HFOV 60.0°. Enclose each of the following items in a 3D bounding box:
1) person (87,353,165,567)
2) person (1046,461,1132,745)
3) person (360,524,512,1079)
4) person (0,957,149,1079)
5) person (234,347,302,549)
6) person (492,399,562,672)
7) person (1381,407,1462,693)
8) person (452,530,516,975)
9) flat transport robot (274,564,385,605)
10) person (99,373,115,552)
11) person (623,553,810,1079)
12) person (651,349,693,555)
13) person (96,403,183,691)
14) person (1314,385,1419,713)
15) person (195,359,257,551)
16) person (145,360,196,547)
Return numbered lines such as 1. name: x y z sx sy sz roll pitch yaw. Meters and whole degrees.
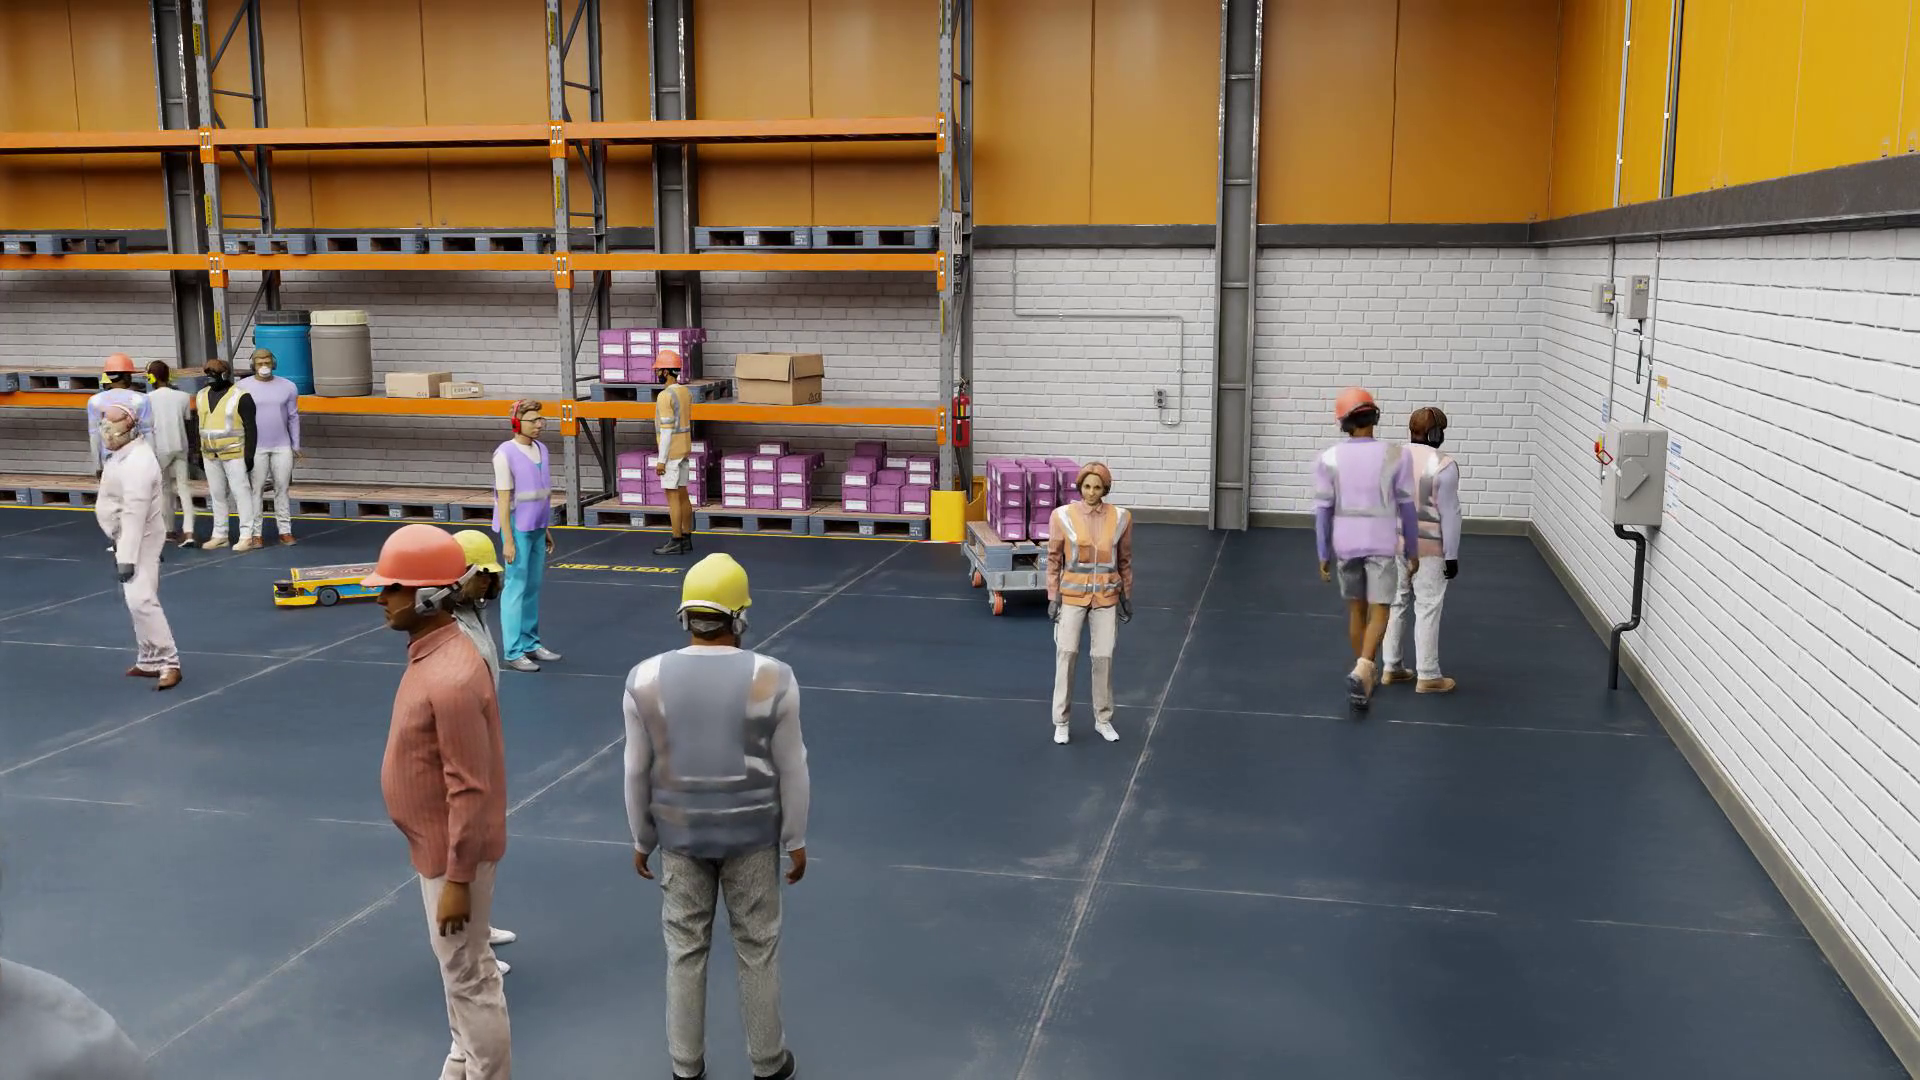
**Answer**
1. person: -7.562 -0.718 15.074 0.547 1.934 0.375 -2 10 -12
2. person: 0.744 0.358 9.578 0.512 1.639 0.311 -2 10 -9
3. person: -1.585 0.935 5.102 0.384 1.996 0.610 -4 10 -23
4. person: -1.602 1.366 2.714 0.635 1.937 0.357 2 10 13
5. person: -6.690 -0.890 16.078 0.635 1.937 0.352 -7 12 -36
6. person: -2.972 -0.042 11.331 0.390 1.846 0.564 3 10 15
7. person: 2.979 0.057 10.756 0.429 1.842 0.633 -6 12 -34
8. person: -1.918 0.820 6.536 0.313 1.741 0.487 -1 10 -8
9. flat transport robot: -4.895 0.338 13.737 1.431 0.197 0.652 -4 10 -23
10. person: -8.008 -0.771 15.887 0.316 1.766 0.533 2 10 12
11. person: -0.791 0.952 5.487 0.600 1.829 0.404 0 10 1
12. person: -2.721 -0.822 15.678 0.356 1.938 0.545 2 10 13
13. person: -5.371 0.037 10.813 0.407 1.877 0.743 -5 11 -28
14. person: 2.497 0.051 10.339 0.650 2.007 0.851 5 11 25
15. person: -7.032 -0.813 15.909 0.634 1.841 0.429 3 10 15
16. person: -7.687 -0.843 16.180 0.524 1.818 0.978 -7 12 -37
